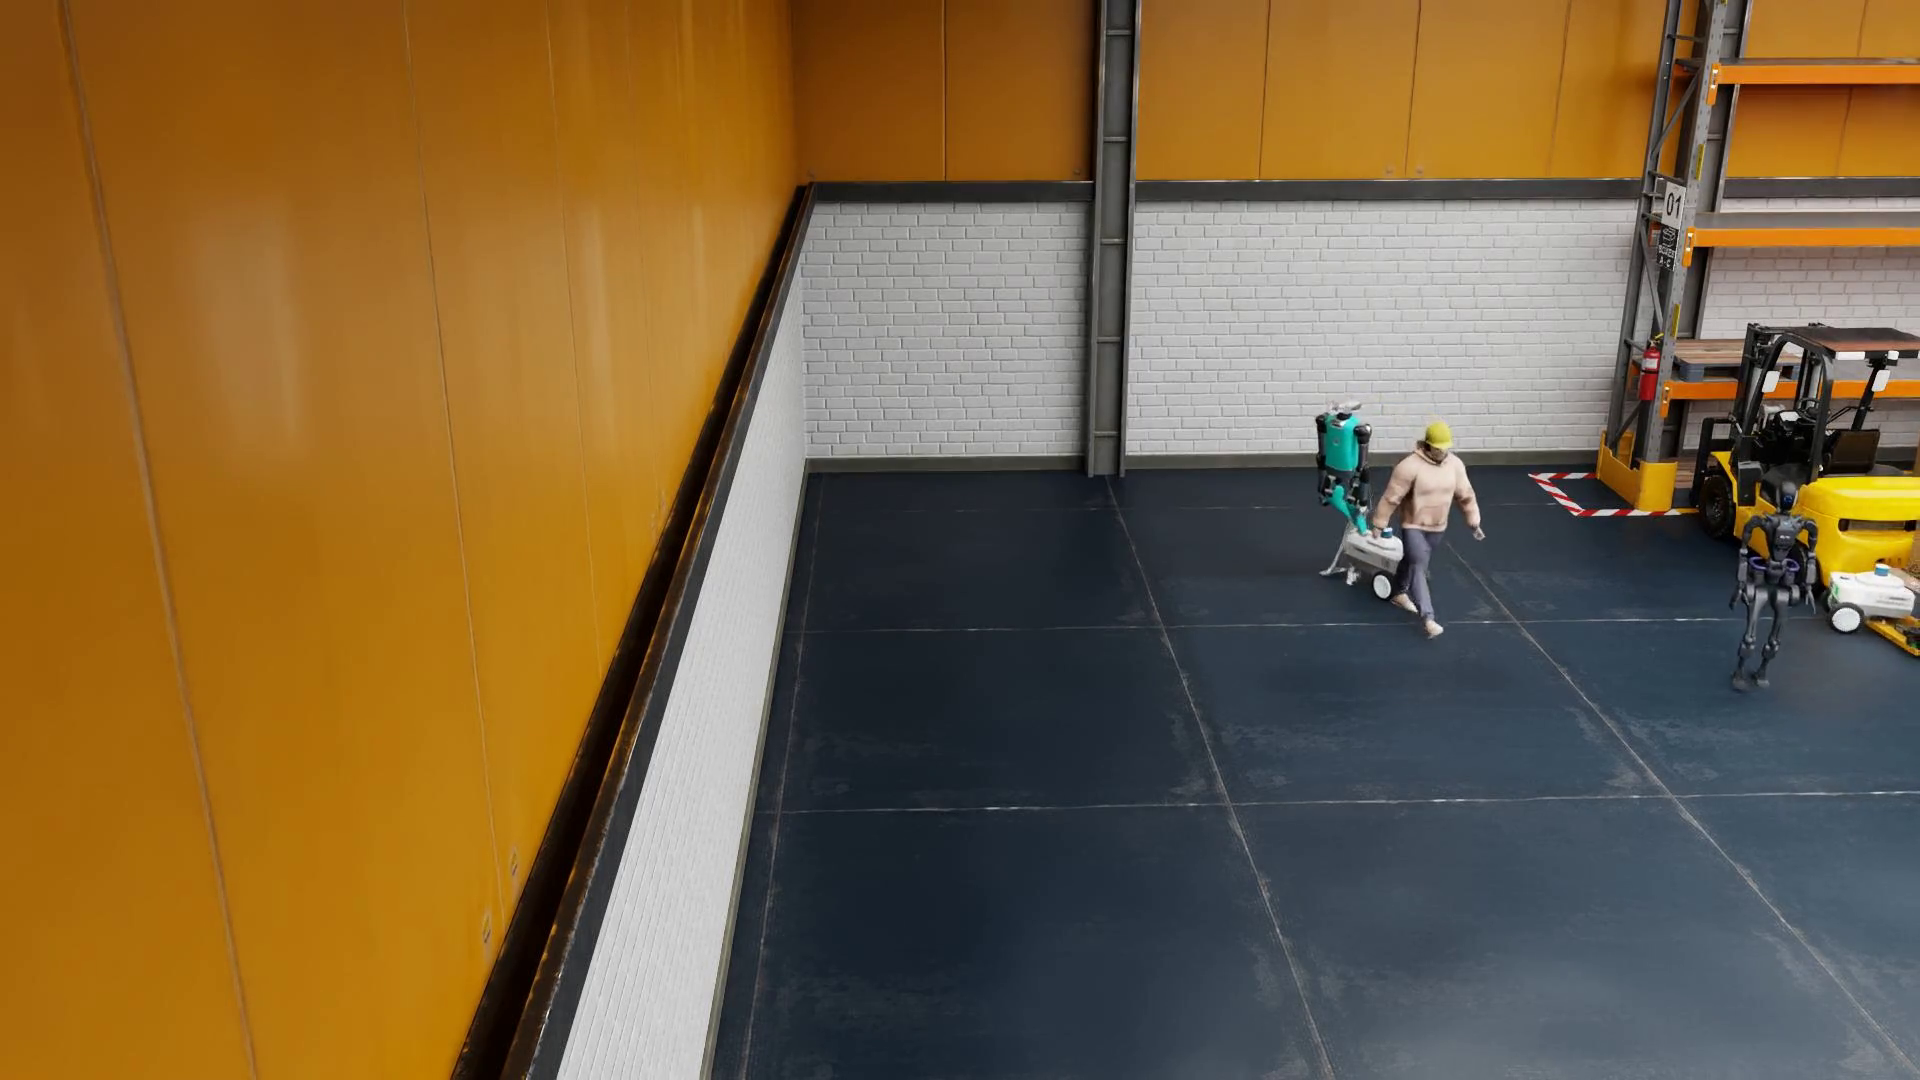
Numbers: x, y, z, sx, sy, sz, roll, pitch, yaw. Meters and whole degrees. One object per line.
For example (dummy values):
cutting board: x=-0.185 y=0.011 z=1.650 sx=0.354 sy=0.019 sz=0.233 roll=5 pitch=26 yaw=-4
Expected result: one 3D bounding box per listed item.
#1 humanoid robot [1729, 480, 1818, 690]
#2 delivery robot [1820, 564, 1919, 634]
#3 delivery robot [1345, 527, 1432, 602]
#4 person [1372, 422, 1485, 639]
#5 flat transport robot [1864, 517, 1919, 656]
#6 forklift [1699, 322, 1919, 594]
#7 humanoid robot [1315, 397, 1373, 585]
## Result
humanoid robot: x=6.158 y=0.355 z=12.561 sx=0.596 sy=1.661 sz=0.360 roll=4 pitch=21 yaw=10
delivery robot: x=7.580 y=0.500 z=13.812 sx=0.818 sy=0.614 sz=0.499 roll=7 pitch=21 yaw=18
delivery robot: x=3.761 y=0.189 z=14.632 sx=0.525 sy=0.599 sz=0.771 roll=-12 pitch=23 yaw=-30
person: x=3.848 y=-0.117 z=13.664 sx=0.841 sy=1.789 sz=1.057 roll=-6 pitch=21 yaw=-16
flat transport robot: x=8.280 y=0.721 z=13.598 sx=1.431 sy=0.231 sz=0.659 roll=-2 pitch=20 yaw=-6
forklift: x=7.809 y=-0.792 z=14.926 sx=1.214 sy=2.155 sz=2.313 roll=-1 pitch=20 yaw=-2
humanoid robot: x=3.464 y=-0.413 z=14.620 sx=0.757 sy=1.816 sz=0.534 roll=-17 pitch=26 yaw=-39
